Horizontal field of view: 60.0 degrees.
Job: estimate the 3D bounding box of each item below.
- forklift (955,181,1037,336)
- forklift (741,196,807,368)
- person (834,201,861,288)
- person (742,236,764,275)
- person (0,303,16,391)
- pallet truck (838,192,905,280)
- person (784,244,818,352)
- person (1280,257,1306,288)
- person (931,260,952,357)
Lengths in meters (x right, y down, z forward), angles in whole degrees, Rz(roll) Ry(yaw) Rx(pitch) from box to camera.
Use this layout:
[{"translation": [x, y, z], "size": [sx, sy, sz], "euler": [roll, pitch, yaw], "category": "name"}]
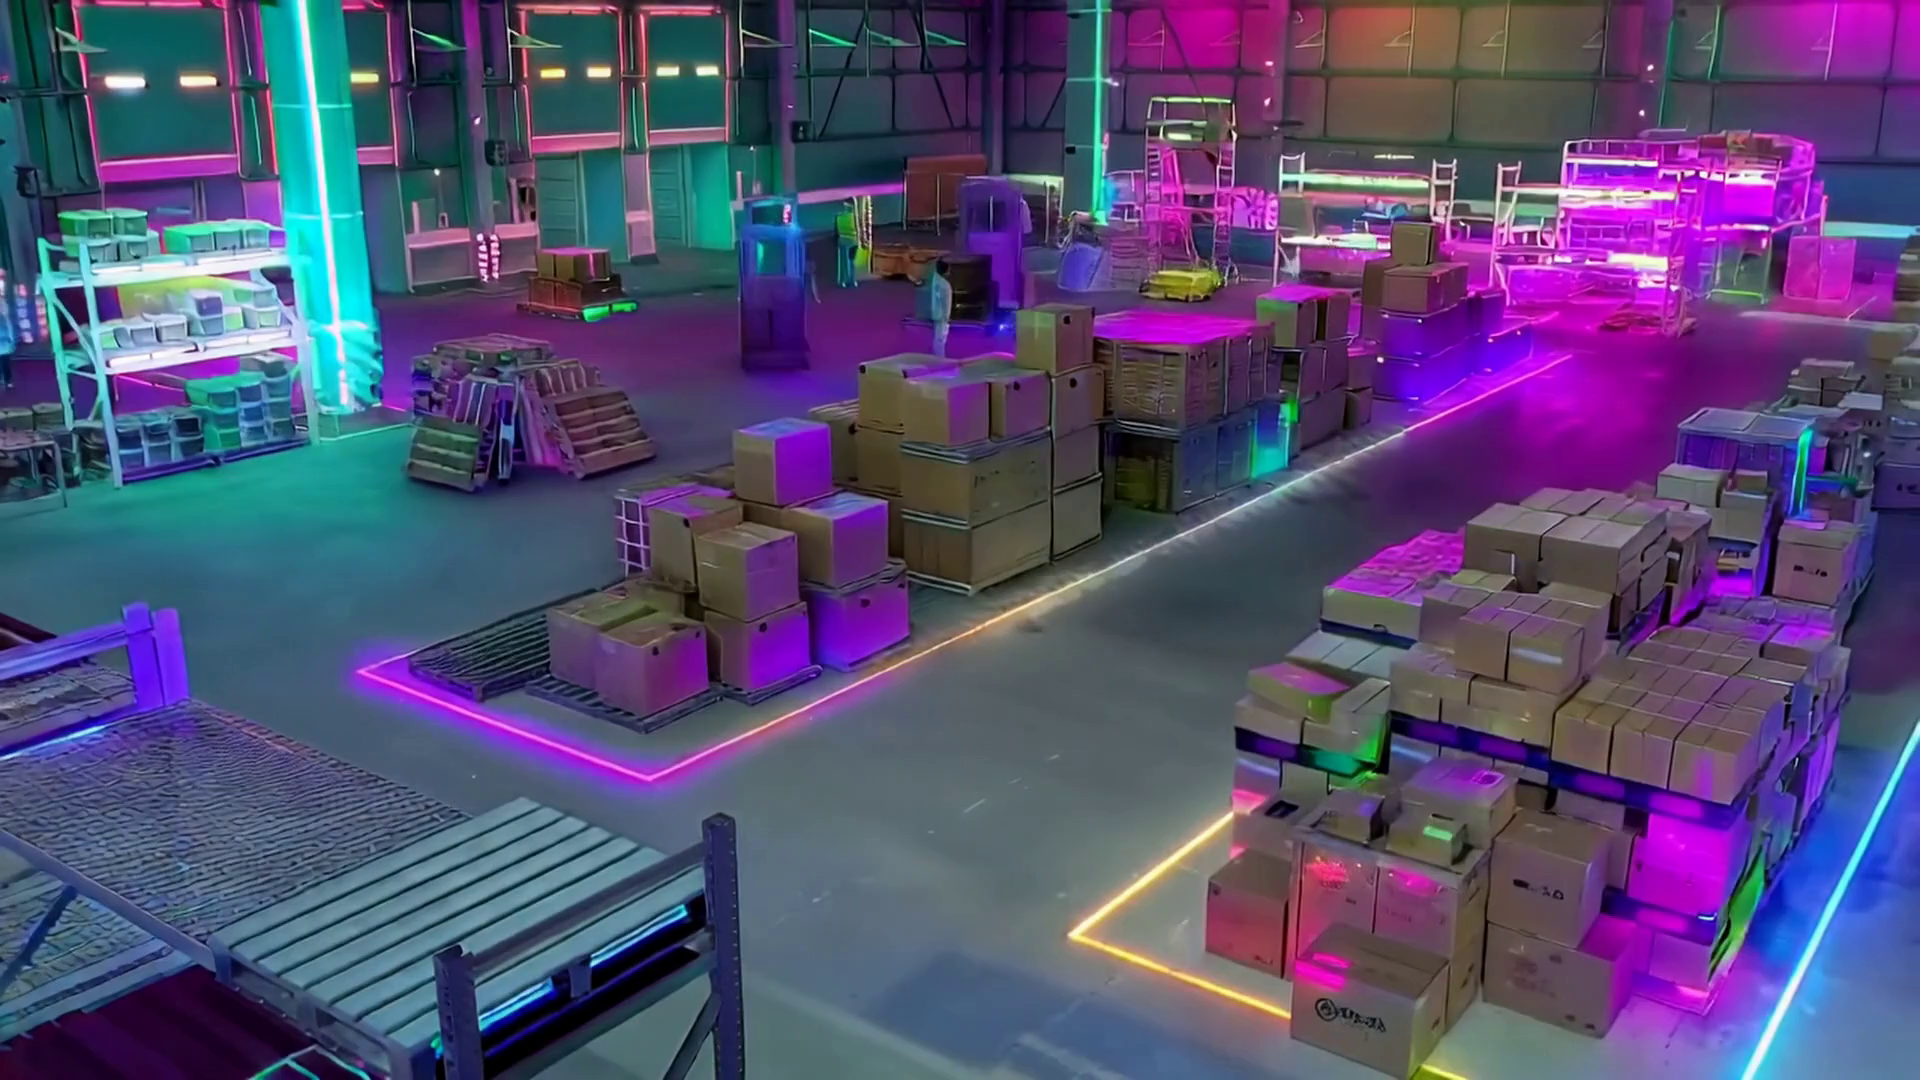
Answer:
[{"translation": [0.736, -5.447, 31.811], "size": [1.129, 2.768, 1.873], "euler": [6, 18, 19], "category": "forklift"}, {"translation": [-3.237, -4.508, 28.700], "size": [1.129, 2.768, 1.873], "euler": [-1, 17, -5], "category": "forklift"}, {"translation": [-2.527, -6.646, 37.415], "size": [0.590, 1.920, 0.386], "euler": [-1, 17, -3], "category": "person"}, {"translation": [-4.053, -5.246, 32.786], "size": [0.381, 1.918, 0.585], "euler": [12, 20, 34], "category": "person"}, {"translation": [-15.309, -3.220, 26.455], "size": [0.541, 1.682, 0.458], "euler": [-6, 18, -20], "category": "person"}, {"translation": [-1.936, -7.159, 38.982], "size": [1.885, 1.965, 0.823], "euler": [-12, 21, -34], "category": "pallet truck"}, {"translation": [-2.827, -4.310, 29.672], "size": [0.636, 1.930, 0.371], "euler": [-8, 19, -26], "category": "person"}, {"translation": [5.906, -4.208, 29.725], "size": [0.371, 1.682, 0.546], "euler": [-15, 23, -41], "category": "person"}, {"translation": [-0.283, -3.636, 27.420], "size": [0.373, 1.940, 0.629], "euler": [-3, 17, -8], "category": "person"}]
